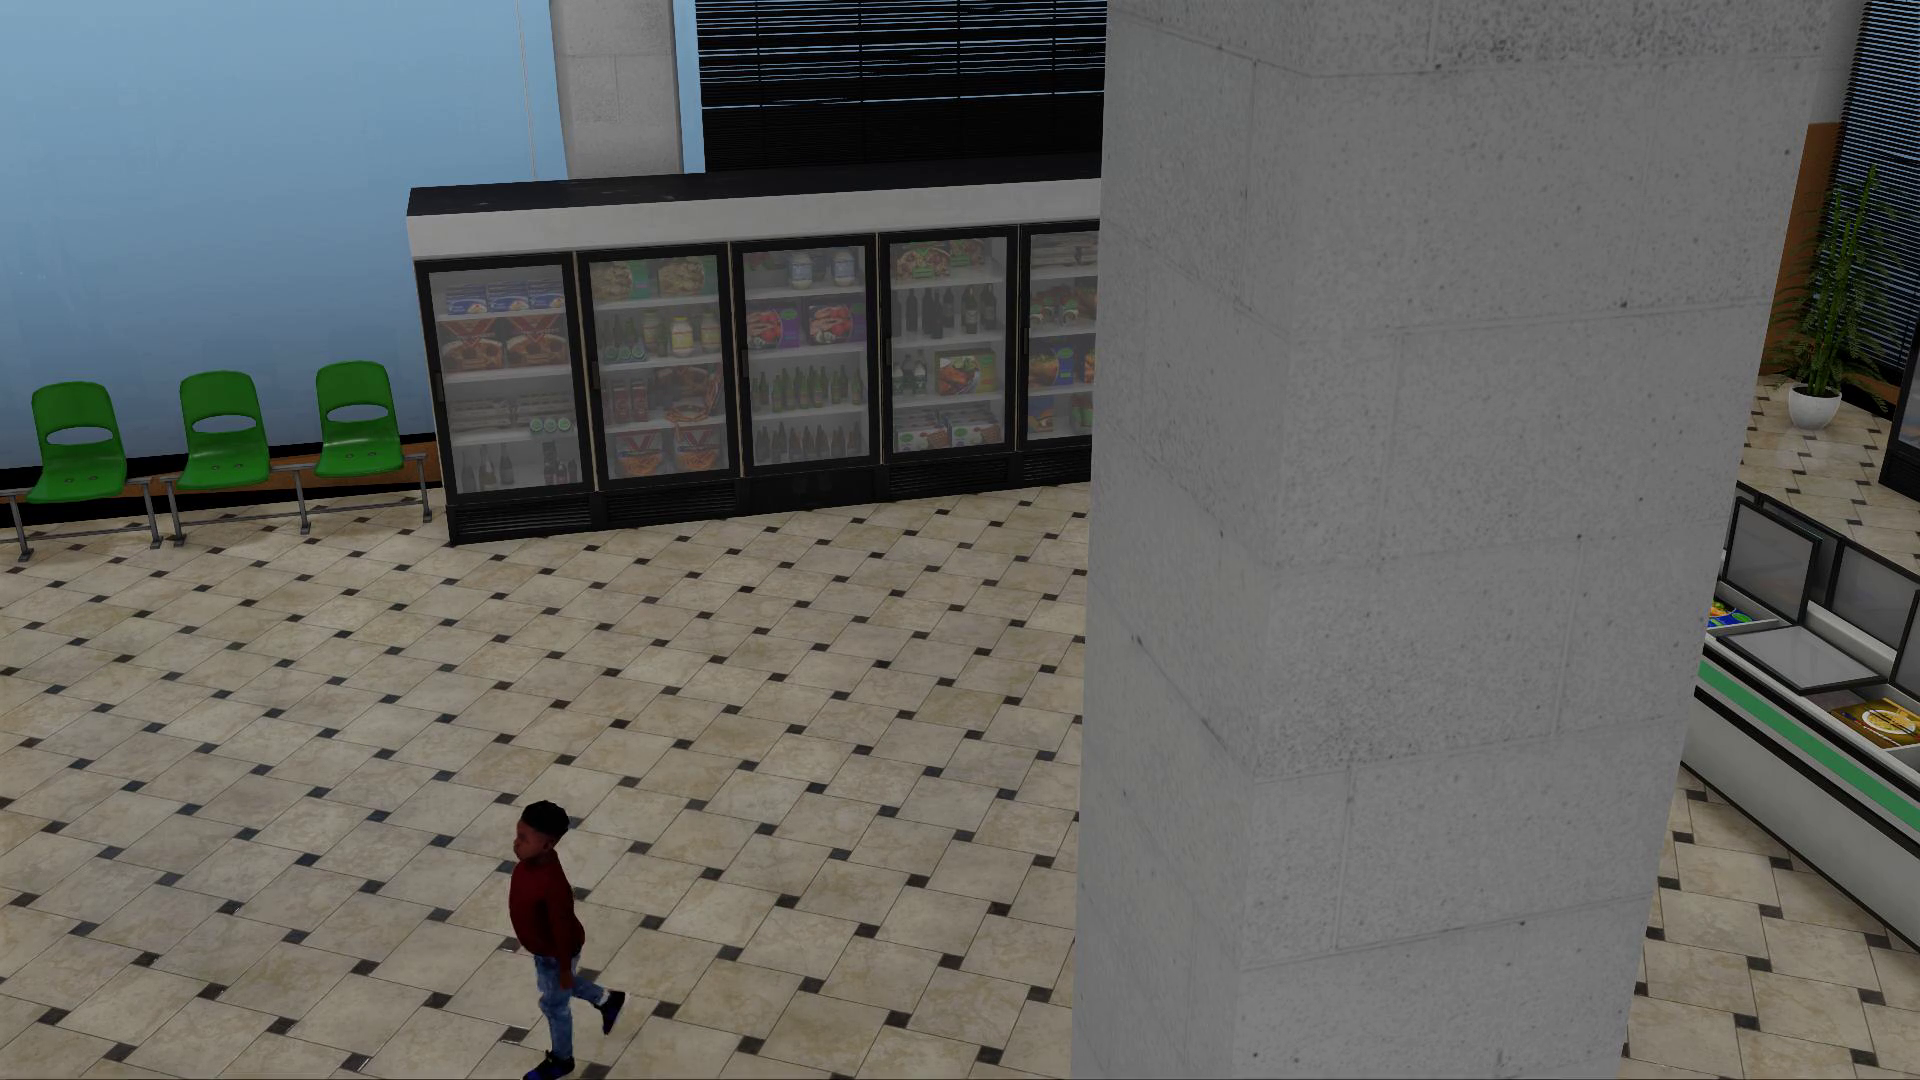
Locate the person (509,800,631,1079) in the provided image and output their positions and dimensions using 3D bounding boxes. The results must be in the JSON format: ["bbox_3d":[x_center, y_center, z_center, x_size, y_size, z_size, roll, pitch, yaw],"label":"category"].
[{"bbox_3d":[-1.539,1.547,6.518,0.639,1.242,0.681,-11,26,-24],"label":"person"}]
